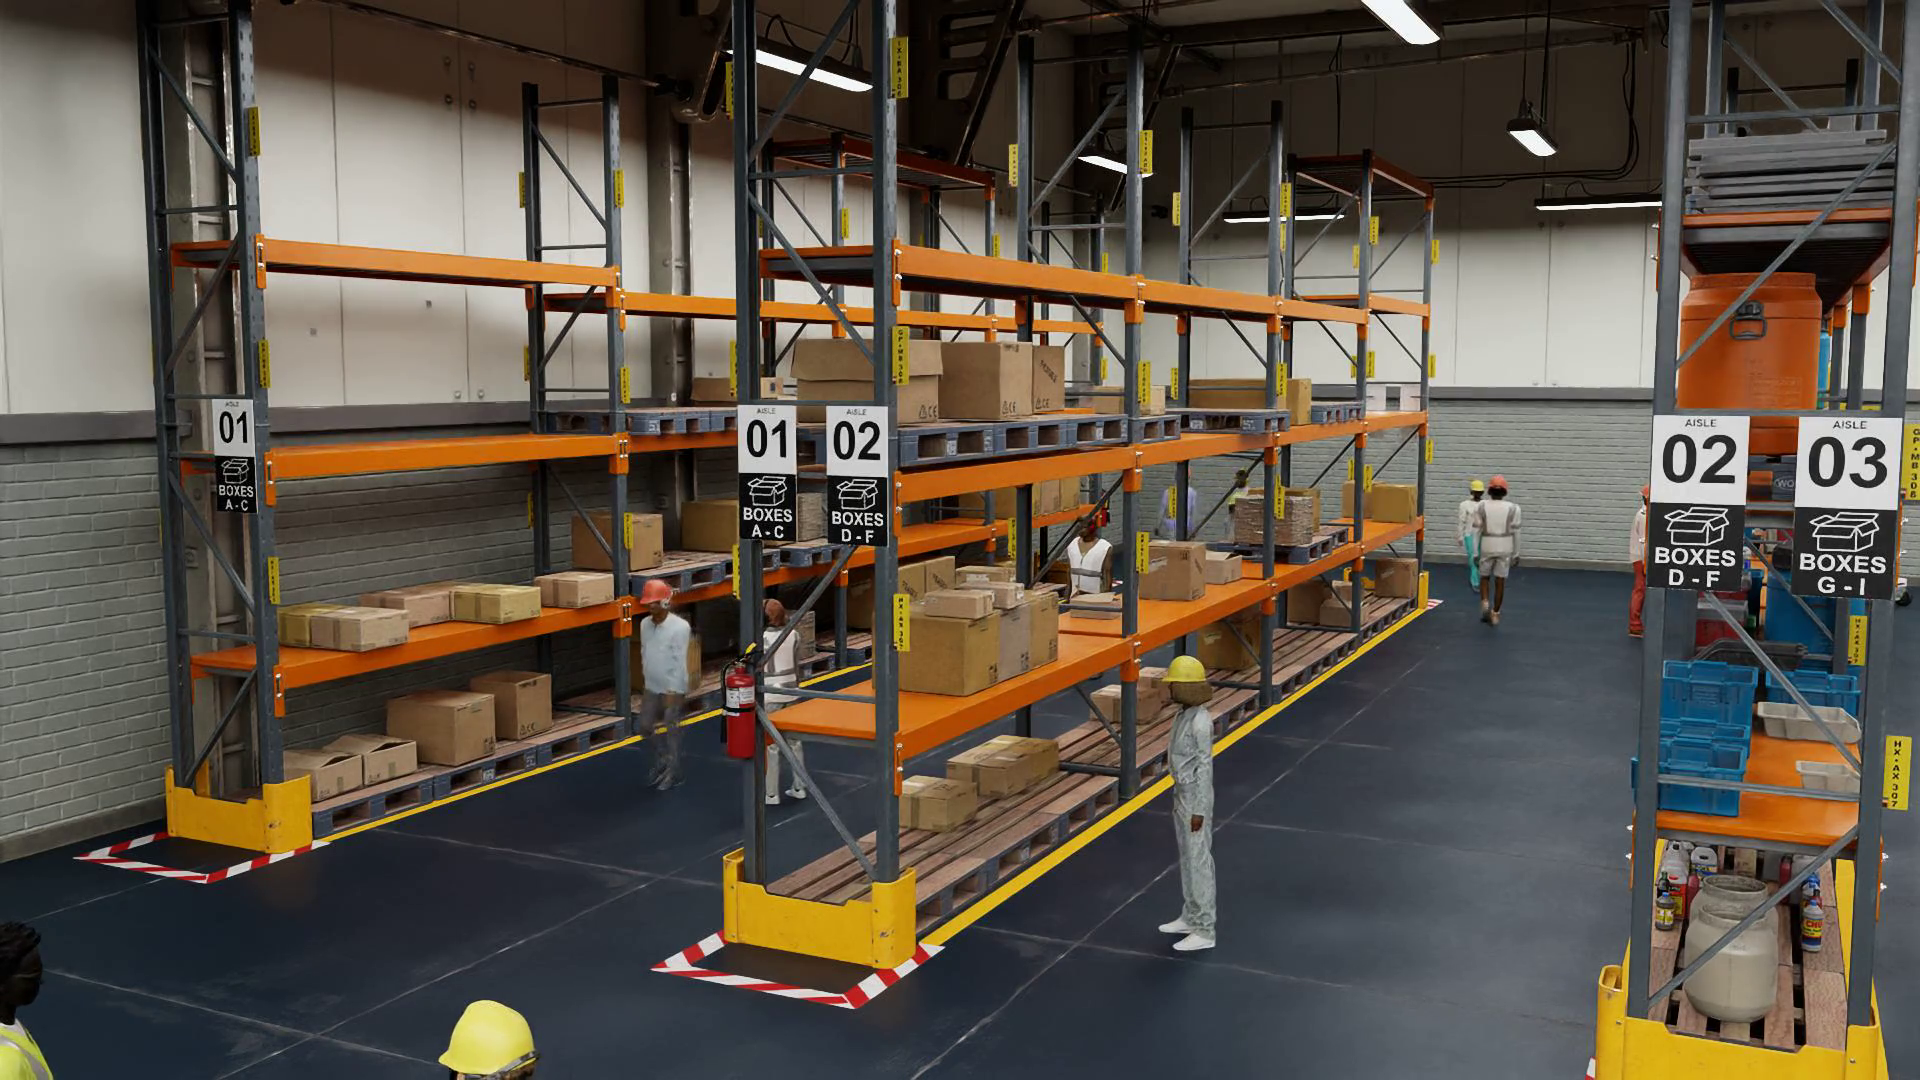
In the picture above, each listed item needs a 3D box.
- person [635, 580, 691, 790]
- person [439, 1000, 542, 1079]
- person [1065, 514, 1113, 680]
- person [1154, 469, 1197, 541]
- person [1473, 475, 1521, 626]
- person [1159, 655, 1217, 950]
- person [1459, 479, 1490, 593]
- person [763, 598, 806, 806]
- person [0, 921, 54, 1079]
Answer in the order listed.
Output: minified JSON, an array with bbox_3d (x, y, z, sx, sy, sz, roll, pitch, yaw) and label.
[{"bbox_3d":[-2.426,1.179,13.529,0.556,1.730,0.425,4,7,31],"label":"person"},{"bbox_3d":[-1.226,2.095,4.438,0.313,1.768,0.528,2,6,17],"label":"person"},{"bbox_3d":[1.432,0.620,18.428,0.563,1.839,0.394,4,7,34],"label":"person"},{"bbox_3d":[3.413,-0.214,26.219,0.606,1.903,0.643,-2,6,-19],"label":"person"},{"bbox_3d":[7.158,0.140,22.185,0.620,2.023,0.454,2,6,18],"label":"person"},{"bbox_3d":[1.351,1.547,9.871,0.324,1.742,0.492,-1,6,-7],"label":"person"},{"bbox_3d":[7.970,-0.082,25.716,0.531,1.739,0.737,0,6,-1],"label":"person"},{"bbox_3d":[-1.458,1.272,13.139,0.326,1.628,0.526,6,8,43],"label":"person"},{"bbox_3d":[-3.015,2.043,5.262,0.318,1.698,0.539,-4,7,-37],"label":"person"}]
